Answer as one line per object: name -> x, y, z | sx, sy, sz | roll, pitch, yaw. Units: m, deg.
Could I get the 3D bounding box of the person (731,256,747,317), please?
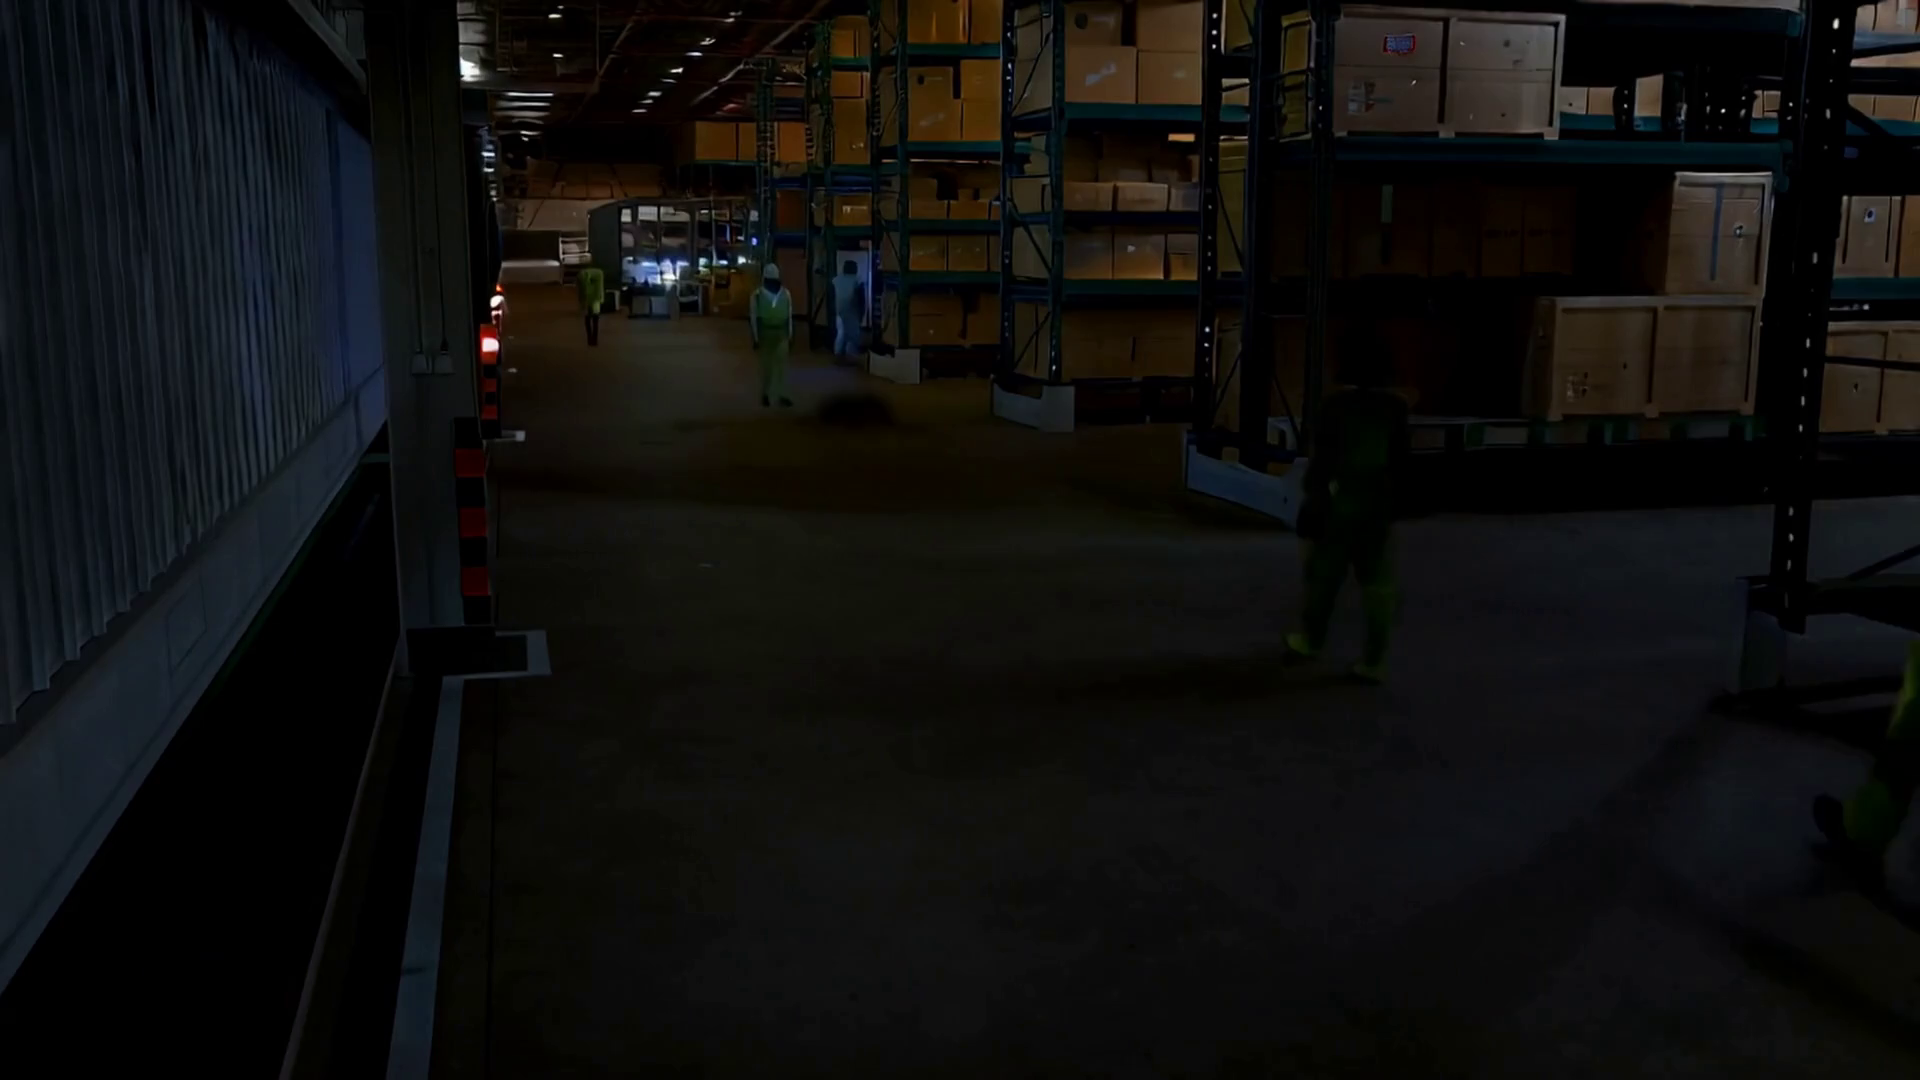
person -> -6.365, -7.320, 48.075 | 0.485, 1.734, 0.353 | 2, 10, 12

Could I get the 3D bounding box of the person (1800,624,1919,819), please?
person -> 3.375, 0.125, 5.494 | 0.542, 1.872, 1.029 | -4, 11, -20

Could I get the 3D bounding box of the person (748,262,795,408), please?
person -> -2.367, -2.570, 20.933 | 0.600, 1.831, 0.404 | -4, 11, -23

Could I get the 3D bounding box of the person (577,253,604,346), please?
person -> -7.561, -4.922, 34.092 | 0.549, 1.884, 1.043 | -1, 10, -8

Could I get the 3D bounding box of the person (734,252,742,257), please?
person -> -8.140, -9.728, 61.512 | 0.802, 1.799, 0.628 | -4, 11, -23

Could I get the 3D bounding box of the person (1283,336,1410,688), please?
person -> 1.834, -0.155, 7.846 | 0.549, 1.597, 0.814 | -2, 10, -9

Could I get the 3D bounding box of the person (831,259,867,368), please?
person -> -1.849, -3.723, 27.465 | 0.634, 1.818, 0.722 | 3, 10, 17

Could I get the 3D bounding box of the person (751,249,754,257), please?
person -> -10.190, -13.506, 82.467 | 0.970, 1.949, 0.646 | 2, 10, 13
